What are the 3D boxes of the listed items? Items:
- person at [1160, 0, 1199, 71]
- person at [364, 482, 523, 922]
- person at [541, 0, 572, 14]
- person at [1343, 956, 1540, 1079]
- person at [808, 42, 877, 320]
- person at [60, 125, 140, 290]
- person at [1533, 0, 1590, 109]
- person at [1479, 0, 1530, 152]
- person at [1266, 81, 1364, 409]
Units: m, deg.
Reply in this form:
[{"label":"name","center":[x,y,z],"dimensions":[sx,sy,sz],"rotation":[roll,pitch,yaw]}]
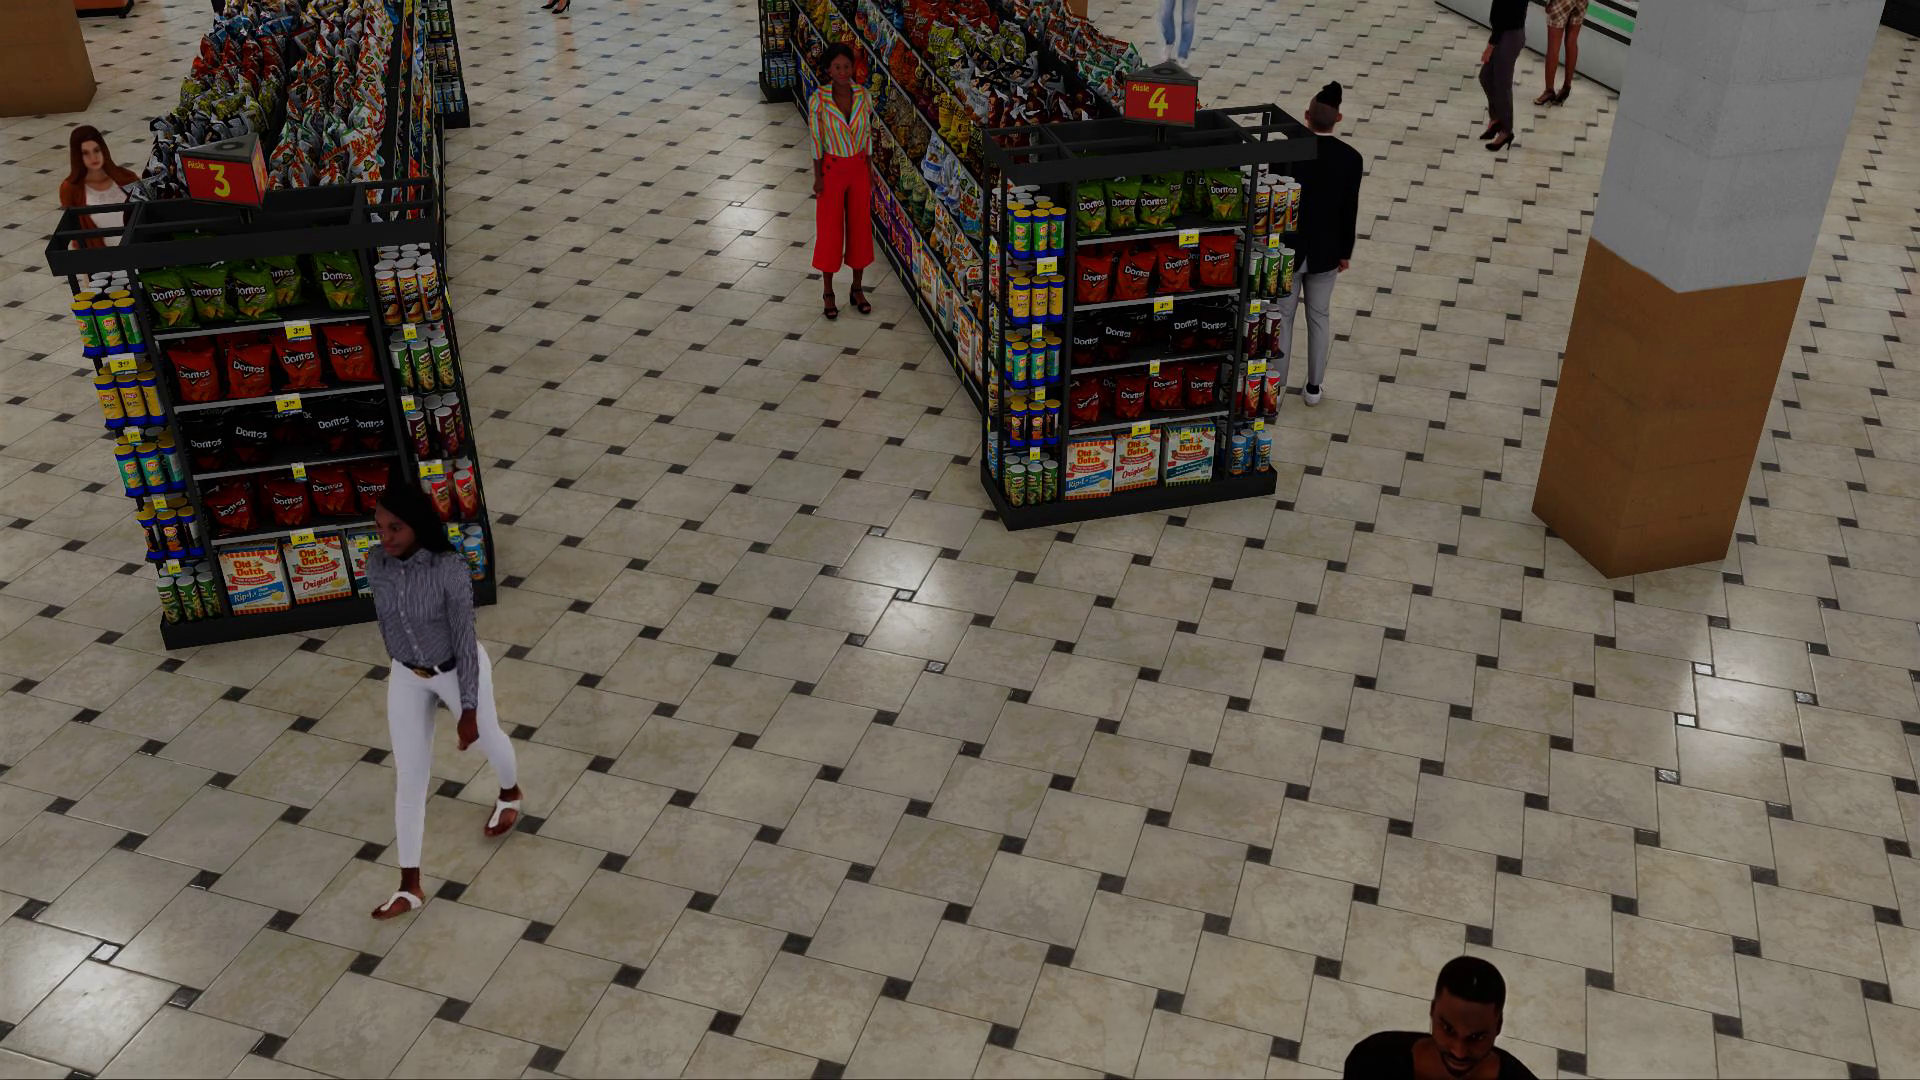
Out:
[{"label":"person","center":[2.086,-5.349,15.542],"dimensions":[0.786,1.838,0.807],"rotation":[3,32,6]},{"label":"person","center":[-1.900,0.512,6.273],"dimensions":[0.992,1.680,1.216],"rotation":[8,33,12]},{"label":"person","center":[-4.311,-6.434,17.306],"dimensions":[0.865,1.816,0.781],"rotation":[-20,37,-29]},{"label":"person","center":[1.146,1.730,4.195],"dimensions":[0.713,1.805,0.706],"rotation":[8,33,13]},{"label":"person","center":[-0.743,-2.291,10.670],"dimensions":[0.620,1.793,0.564],"rotation":[-13,34,-19]},{"label":"person","center":[-4.817,-1.565,9.577],"dimensions":[0.677,1.715,0.684],"rotation":[-22,38,-31]},{"label":"person","center":[5.310,-4.686,14.519],"dimensions":[0.577,1.793,0.534],"rotation":[-9,33,-15]},{"label":"person","center":[4.530,-3.968,13.494],"dimensions":[0.783,1.657,0.718],"rotation":[15,35,22]},{"label":"person","center":[1.991,-1.680,9.539],"dimensions":[0.765,1.950,0.692],"rotation":[0,32,0]}]
